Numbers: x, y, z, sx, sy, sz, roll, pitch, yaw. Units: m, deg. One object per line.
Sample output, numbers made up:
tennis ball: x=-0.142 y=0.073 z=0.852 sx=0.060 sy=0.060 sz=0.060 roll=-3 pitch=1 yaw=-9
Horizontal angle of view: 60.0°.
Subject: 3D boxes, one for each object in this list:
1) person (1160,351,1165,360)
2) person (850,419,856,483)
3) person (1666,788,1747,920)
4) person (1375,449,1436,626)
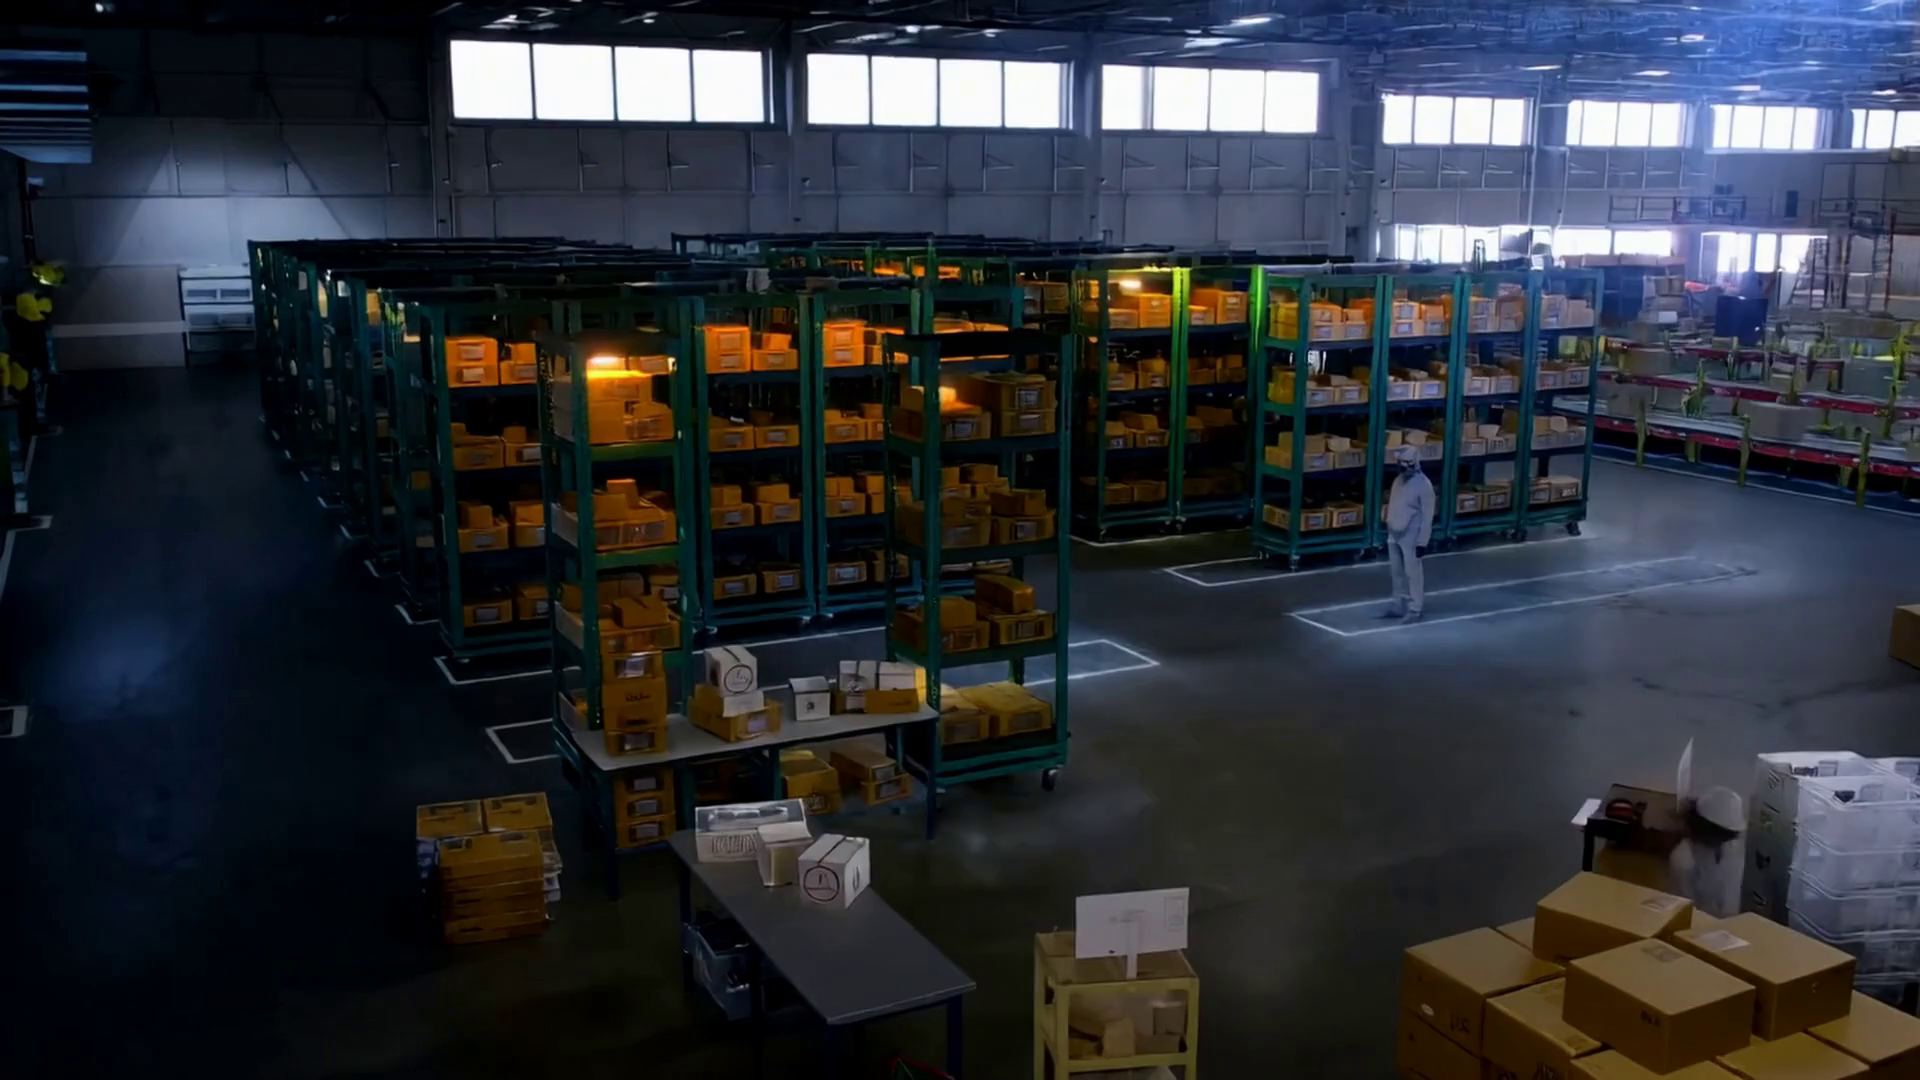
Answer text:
person: x=4.819 y=-4.290 z=38.207 sx=0.918 sy=1.779 sz=0.611 roll=7 pitch=14 yaw=31
person: x=-1.248 y=-1.027 z=22.461 sx=0.608 sy=1.977 sz=0.433 roll=-6 pitch=13 yaw=-26
person: x=3.757 y=2.044 z=8.680 sx=0.518 sy=1.714 sz=0.641 roll=-8 pitch=15 yaw=-33
person: x=4.816 y=-0.037 z=17.978 sx=0.410 sy=1.909 sz=0.643 roll=-5 pitch=13 yaw=-23
